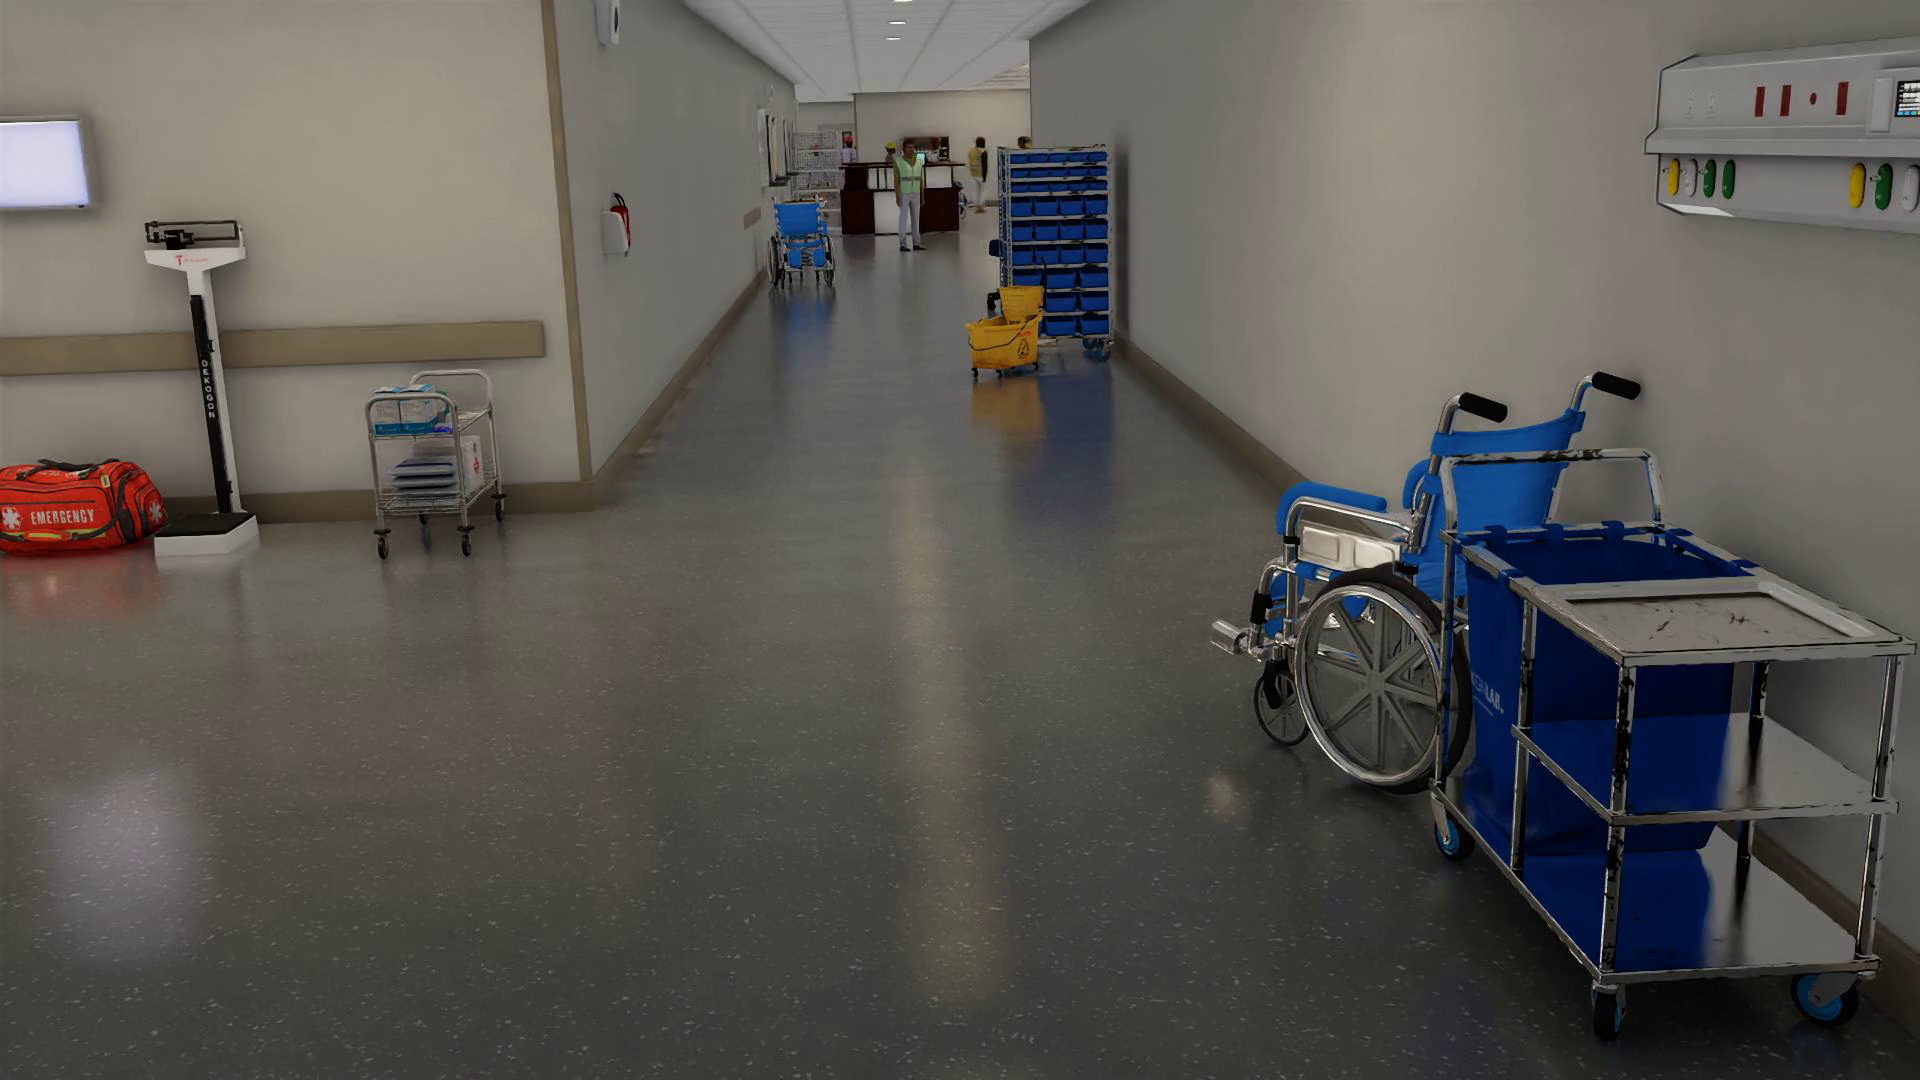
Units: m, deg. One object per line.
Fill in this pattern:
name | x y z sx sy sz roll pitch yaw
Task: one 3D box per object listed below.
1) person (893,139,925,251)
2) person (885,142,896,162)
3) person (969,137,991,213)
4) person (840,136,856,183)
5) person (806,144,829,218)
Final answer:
person | -0.851 -5.741 27.711 0.562 1.838 0.388 -10 16 -32
person | -1.647 -8.680 40.028 0.316 1.769 0.523 -6 14 -16
person | 0.488 -8.867 40.442 0.453 1.824 0.624 -14 18 -40
person | -3.105 -10.411 46.956 0.542 1.937 0.360 7 16 31
person | -3.450 -8.717 40.410 0.561 1.753 0.332 -2 14 -1
